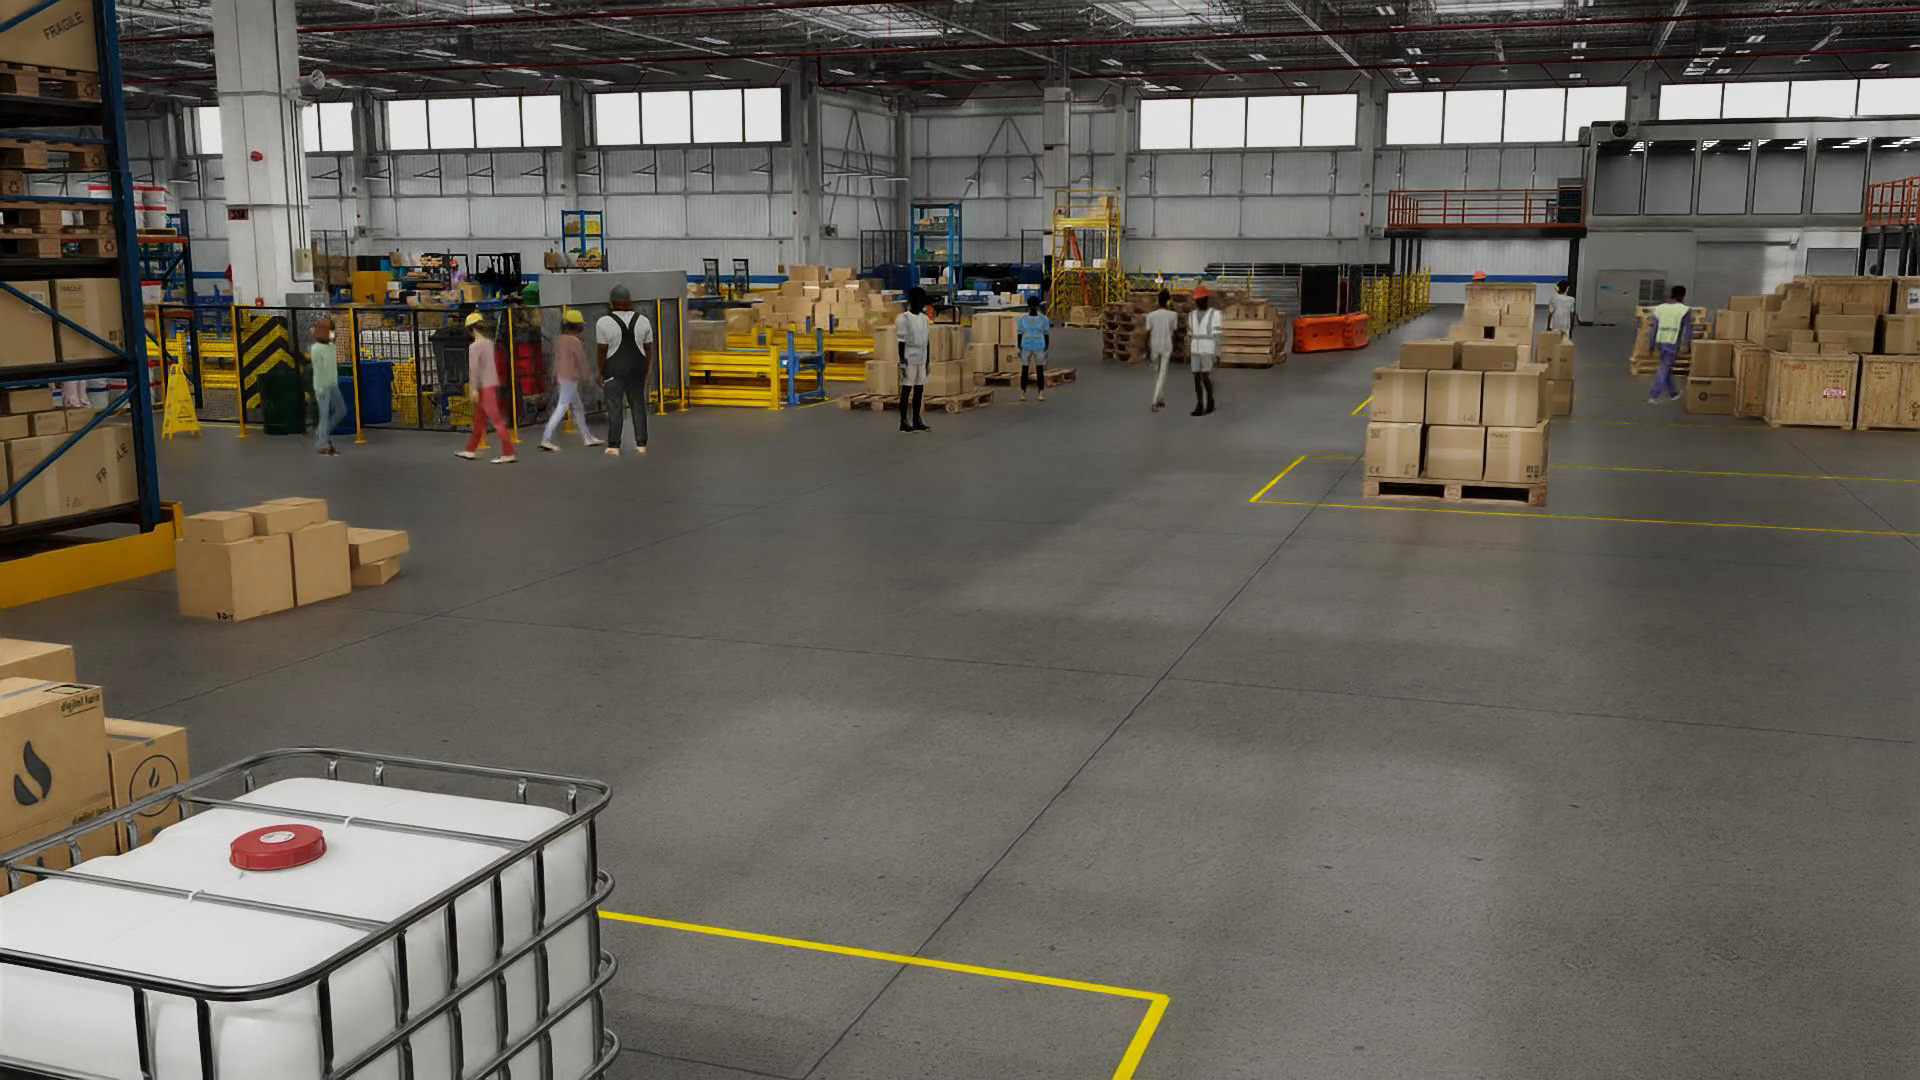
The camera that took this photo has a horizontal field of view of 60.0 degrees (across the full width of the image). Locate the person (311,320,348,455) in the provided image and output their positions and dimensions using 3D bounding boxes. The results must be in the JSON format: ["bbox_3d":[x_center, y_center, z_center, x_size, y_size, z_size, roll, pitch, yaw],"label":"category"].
[{"bbox_3d":[-7.522,-1.807,19.801,0.338,1.624,0.516,2,10,9],"label":"person"}]

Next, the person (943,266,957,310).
[{"bbox_3d":[-0.381,-9.848,64.273,0.401,1.910,0.641,-8,13,-39],"label":"person"}]

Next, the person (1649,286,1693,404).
[{"bbox_3d":[11.319,-3.100,26.425,1.060,1.847,0.597,-7,12,-34],"label":"person"}]

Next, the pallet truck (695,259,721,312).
[{"bbox_3d":[-9.165,-9.627,62.776,0.823,1.965,1.885,4,11,23],"label":"pallet truck"}]

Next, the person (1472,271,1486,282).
[{"bbox_3d":[11.588,-5.036,37.131,0.399,1.928,0.542,4,11,21],"label":"person"}]

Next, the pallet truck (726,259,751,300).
[{"bbox_3d":[-7.986,-9.493,62.019,0.823,1.965,1.885,3,11,17],"label":"pallet truck"}]

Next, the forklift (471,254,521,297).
[{"bbox_3d":[-17.990,-10.121,64.684,1.157,1.987,2.680,3,11,17],"label":"forklift"}]

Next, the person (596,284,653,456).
[{"bbox_3d":[-4.038,-2.030,19.868,0.688,2.000,0.539,-6,12,-31],"label":"person"}]

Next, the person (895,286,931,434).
[{"bbox_3d":[-0.607,-2.396,22.183,0.377,1.958,0.599,9,13,41],"label":"person"}]

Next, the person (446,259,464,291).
[{"bbox_3d":[-16.617,-8.220,54.768,0.602,2.035,0.406,0,10,2],"label":"person"}]

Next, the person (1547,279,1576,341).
[{"bbox_3d":[11.216,-3.925,31.071,0.503,1.862,0.328,1,10,4],"label":"person"}]

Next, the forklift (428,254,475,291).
[{"bbox_3d":[-20.133,-10.254,65.465,1.157,1.987,2.680,3,11,19],"label":"forklift"}]

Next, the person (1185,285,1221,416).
[{"bbox_3d":[3.530,-2.757,24.307,0.570,1.914,0.412,8,13,40],"label":"person"}]

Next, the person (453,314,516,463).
[{"bbox_3d":[-5.531,-1.744,19.178,0.885,1.699,0.596,1,10,8],"label":"person"}]

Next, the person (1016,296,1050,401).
[{"bbox_3d":[1.175,-3.069,26.717,0.544,1.690,0.322,1,10,7],"label":"person"}]

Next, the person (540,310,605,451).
[{"bbox_3d":[-4.801,-1.954,20.377,0.924,1.714,0.546,-7,12,-36],"label":"person"}]

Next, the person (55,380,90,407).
[{"bbox_3d":[-10.694,-2.028,19.985,0.382,1.994,0.622,-1,10,-3],"label":"person"}]

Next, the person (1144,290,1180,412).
[{"bbox_3d":[3.033,-2.858,25.170,0.496,1.828,0.897,5,11,24],"label":"person"}]
